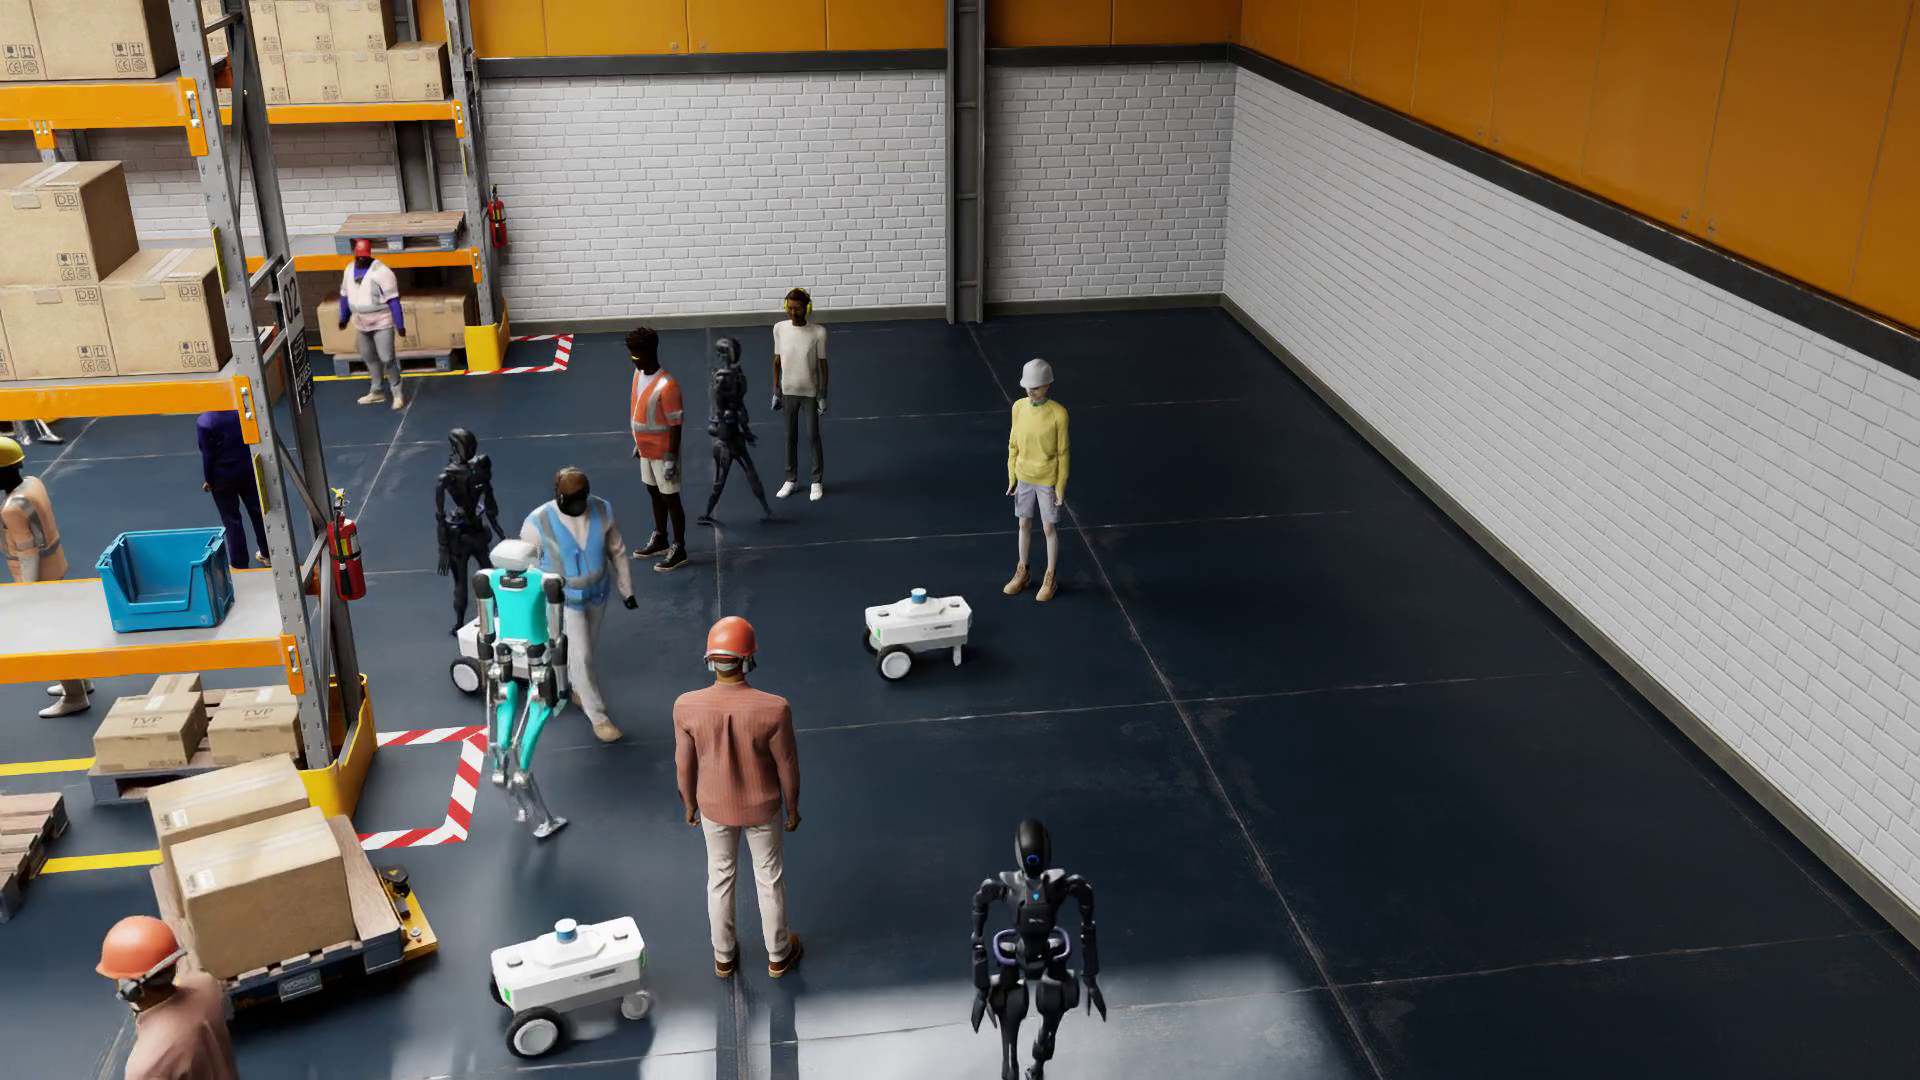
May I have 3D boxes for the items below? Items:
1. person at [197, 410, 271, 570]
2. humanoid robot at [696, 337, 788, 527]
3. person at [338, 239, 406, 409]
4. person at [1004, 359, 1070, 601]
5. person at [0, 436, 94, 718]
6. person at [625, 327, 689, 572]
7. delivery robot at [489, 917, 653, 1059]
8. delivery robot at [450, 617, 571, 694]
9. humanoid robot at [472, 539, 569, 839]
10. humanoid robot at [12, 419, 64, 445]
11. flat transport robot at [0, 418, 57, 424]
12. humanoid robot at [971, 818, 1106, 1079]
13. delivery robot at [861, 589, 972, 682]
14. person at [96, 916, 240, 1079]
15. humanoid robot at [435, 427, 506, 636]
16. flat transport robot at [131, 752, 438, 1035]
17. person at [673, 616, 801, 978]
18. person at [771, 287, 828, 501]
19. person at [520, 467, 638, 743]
[{"bbox_3d":[-5.645,-0.510,12.868,0.348,1.621,0.455,15,28,30],"label":"person"},{"bbox_3d":[-1.839,-0.862,13.652,0.758,1.623,0.594,4,24,10],"label":"humanoid robot"},{"bbox_3d":[-5.839,-2.139,16.461,0.714,1.737,0.418,8,25,18],"label":"person"},{"bbox_3d":[0.578,-0.456,12.422,0.487,1.887,0.400,12,26,25],"label":"person"},{"bbox_3d":[-6.005,0.237,10.795,0.384,1.926,0.589,-6,24,-14],"label":"person"},{"bbox_3d":[-2.365,-0.715,12.925,0.375,1.958,0.600,-17,29,-34],"label":"person"},{"bbox_3d":[-1.921,2.132,8.165,0.767,0.579,0.499,-10,26,-22],"label":"delivery robot"},{"bbox_3d":[-3.036,0.750,11.297,0.739,0.566,0.499,9,25,20],"label":"delivery robot"},{"bbox_3d":[-2.531,0.927,9.442,0.536,1.763,0.783,3,24,6],"label":"humanoid robot"},{"bbox_3d":[-8.796,-1.708,15.485,0.746,1.818,0.550,8,25,19],"label":"humanoid robot"},{"bbox_3d":[-9.591,-1.304,16.367,1.431,0.231,0.659,-3,24,-8],"label":"flat transport robot"},{"bbox_3d":[0.346,1.944,7.261,0.602,1.630,0.755,-2,24,-5],"label":"humanoid robot"},{"bbox_3d":[-0.320,0.636,11.612,0.783,0.611,0.519,-7,25,-15],"label":"delivery robot"},{"bbox_3d":[-2.852,2.258,6.142,0.429,1.964,0.655,0,24,1],"label":"person"},{"bbox_3d":[-3.473,-0.045,11.764,0.501,1.634,0.613,12,26,25],"label":"humanoid robot"},{"bbox_3d":[-3.507,2.111,8.587,1.431,0.231,0.659,-14,27,-28],"label":"flat transport robot"},{"bbox_3d":[-1.090,1.303,8.296,0.610,1.985,0.390,1,24,3],"label":"person"},{"bbox_3d":[-1.373,-1.249,14.248,0.508,1.874,0.329,5,24,11],"label":"person"},{"bbox_3d":[-2.374,0.392,10.585,0.666,1.802,0.863,-20,31,-38],"label":"person"}]
